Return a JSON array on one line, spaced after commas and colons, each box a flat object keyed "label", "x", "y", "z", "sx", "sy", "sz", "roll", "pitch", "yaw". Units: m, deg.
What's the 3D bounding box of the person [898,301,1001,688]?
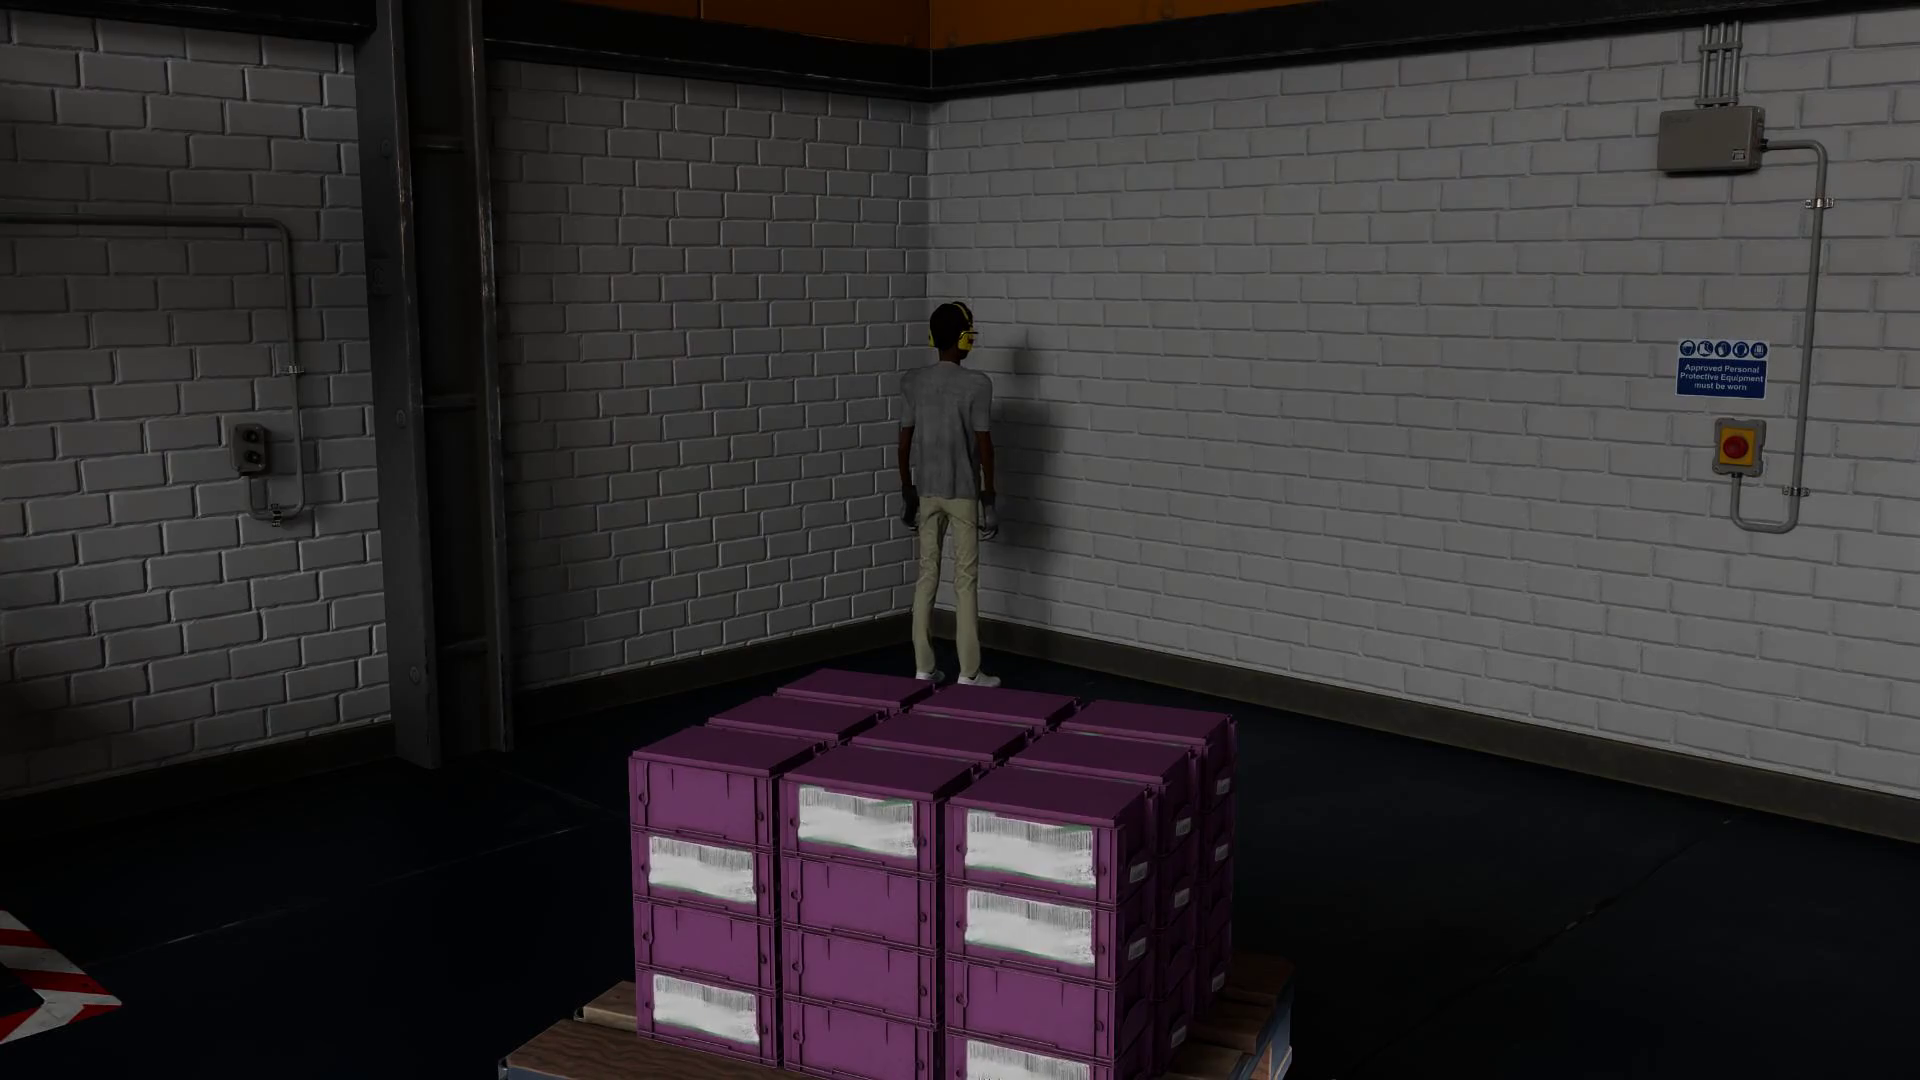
[{"label": "person", "x": -0.051, "y": -0.195, "z": 7.930, "sx": 0.518, "sy": 1.870, "sz": 0.323, "roll": 5, "pitch": 10, "yaw": 28}]
